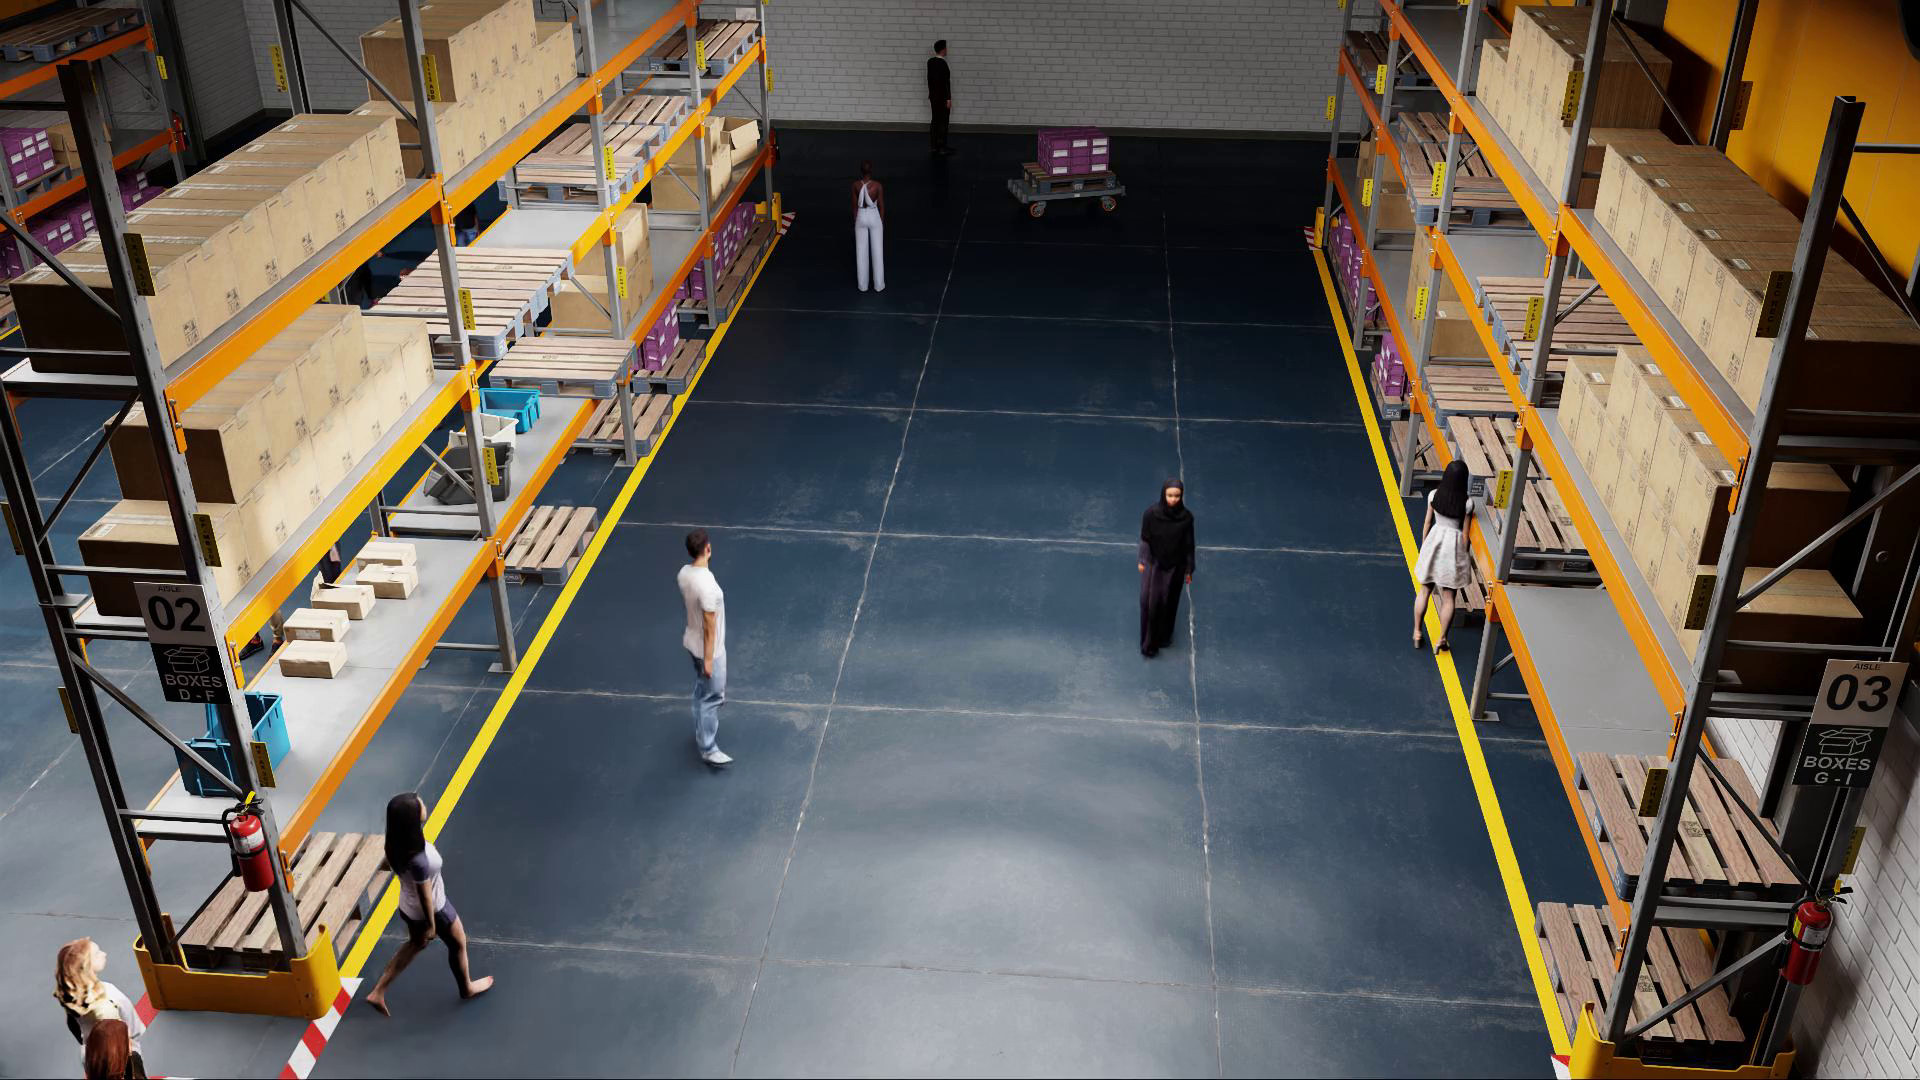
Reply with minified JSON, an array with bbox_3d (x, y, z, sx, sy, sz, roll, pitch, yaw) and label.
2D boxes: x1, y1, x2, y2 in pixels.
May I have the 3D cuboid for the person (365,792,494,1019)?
[{"bbox_3d":[-3.392,2.279,10.291,1.065,1.686,0.986,-22,36,-35],"label":"person"}]

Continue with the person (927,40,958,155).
[{"bbox_3d":[-0.333,-7.452,27.943,0.833,1.865,0.770,-21,35,-34],"label":"person"}]

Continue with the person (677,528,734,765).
[{"bbox_3d":[-1.985,0.839,12.777,1.013,1.833,0.844,-9,30,-16],"label":"person"}]

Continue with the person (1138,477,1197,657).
[{"bbox_3d":[1.761,0.159,14.258,0.623,1.608,0.751,2,29,4],"label":"person"}]

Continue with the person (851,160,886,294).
[{"bbox_3d":[-1.205,-4.139,21.955,0.567,1.784,0.468,2,29,3],"label":"person"}]

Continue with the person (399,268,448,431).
[{"bbox_3d":[-5.854,-2.129,18.211,0.681,1.839,0.671,3,29,6],"label":"person"}]

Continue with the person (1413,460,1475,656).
[{"bbox_3d":[4.114,0.139,14.127,0.774,1.769,0.797,18,34,30],"label":"person"}]

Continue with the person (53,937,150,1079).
[{"bbox_3d":[-4.656,2.888,9.135,0.701,1.723,0.694,17,33,28],"label":"person"}]
